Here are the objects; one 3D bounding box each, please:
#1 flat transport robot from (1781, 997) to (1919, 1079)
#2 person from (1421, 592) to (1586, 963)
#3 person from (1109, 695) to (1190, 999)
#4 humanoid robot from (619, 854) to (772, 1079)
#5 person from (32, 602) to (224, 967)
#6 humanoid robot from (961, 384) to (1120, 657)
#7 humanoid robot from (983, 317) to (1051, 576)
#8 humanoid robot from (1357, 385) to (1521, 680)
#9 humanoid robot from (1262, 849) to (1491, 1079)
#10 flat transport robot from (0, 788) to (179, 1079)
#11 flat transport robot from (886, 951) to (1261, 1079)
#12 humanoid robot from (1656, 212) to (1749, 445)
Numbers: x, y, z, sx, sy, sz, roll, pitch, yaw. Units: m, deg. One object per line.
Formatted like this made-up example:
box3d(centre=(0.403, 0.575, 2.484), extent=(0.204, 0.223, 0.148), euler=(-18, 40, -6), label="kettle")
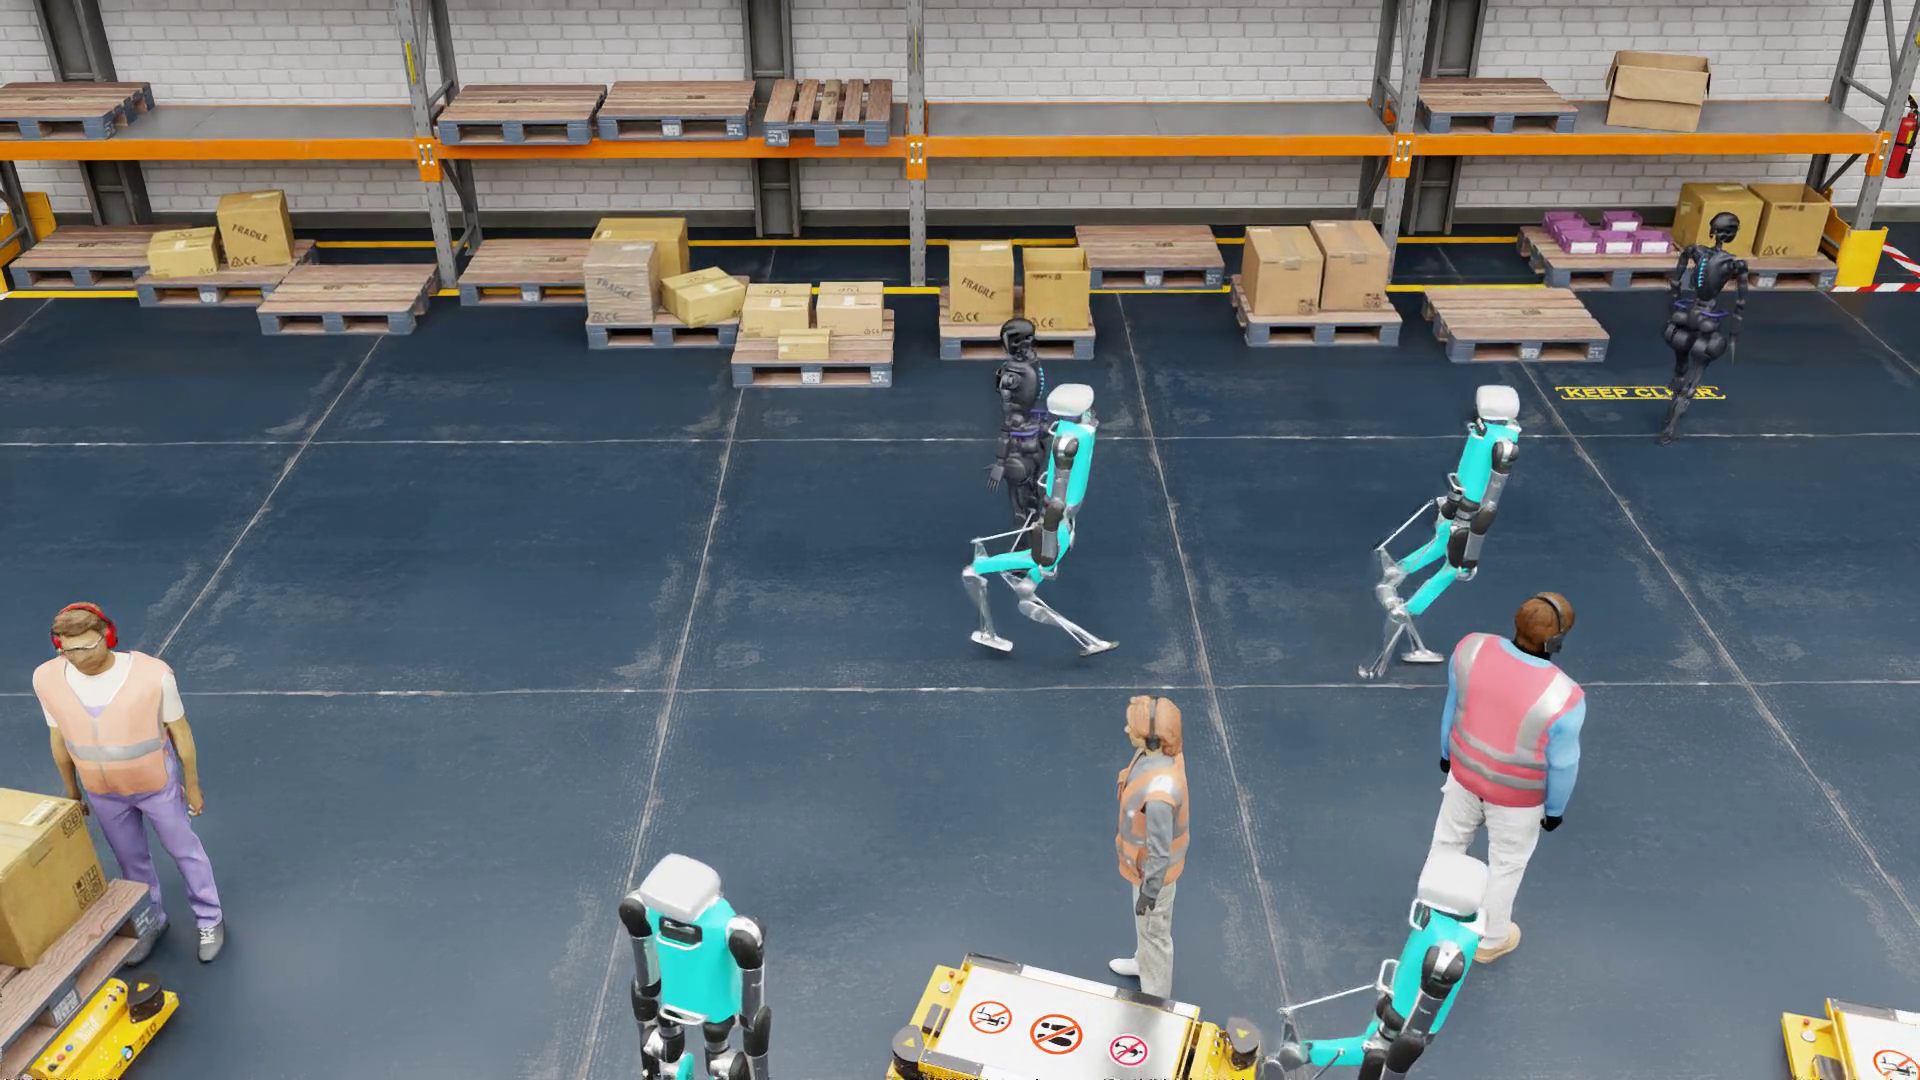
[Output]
box3d(centre=(4.119, 2.254, 6.658), extent=(1.431, 0.231, 0.659), euler=(8, 32, 13), label="flat transport robot")
box3d(centre=(2.349, 1.022, 7.199), extent=(0.434, 1.834, 0.629), euler=(-23, 38, -33), label="person")
box3d(centre=(0.784, 1.324, 6.876), extent=(0.309, 1.636, 0.522), euler=(3, 31, 5), label="person")
box3d(centre=(-0.969, 1.963, 5.759), extent=(0.542, 1.842, 0.655), euler=(12, 33, 19), label="humanoid robot")
box3d(centre=(-3.548, 1.042, 7.146), extent=(0.569, 1.843, 0.381), euler=(-2, 31, -4), label="person")
box3d(centre=(0.382, -0.060, 9.103), extent=(1.055, 1.729, 0.560), euler=(9, 32, 15), label="humanoid robot")
box3d(centre=(0.355, -0.560, 9.967), extent=(0.315, 1.653, 0.599), euler=(12, 33, 19), label="humanoid robot")
box3d(centre=(2.529, 0.039, 9.037), extent=(0.757, 1.897, 0.541), euler=(0, 31, 0), label="humanoid robot")
box3d(centre=(1.402, 1.801, 5.992), extent=(0.857, 1.760, 0.545), euler=(11, 33, 18), label="humanoid robot")
box3d(centre=(-4.148, 2.030, 7.031), extent=(1.431, 0.231, 0.659), euler=(7, 32, 11), label="flat transport robot")
box3d(centre=(0.477, 2.130, 6.865), extent=(1.431, 0.231, 0.659), euler=(10, 32, 16), label="flat transport robot")
box3d(centre=(5.158, -1.482, 11.527), extent=(0.630, 1.634, 0.589), euler=(-22, 37, -31), label="humanoid robot")
